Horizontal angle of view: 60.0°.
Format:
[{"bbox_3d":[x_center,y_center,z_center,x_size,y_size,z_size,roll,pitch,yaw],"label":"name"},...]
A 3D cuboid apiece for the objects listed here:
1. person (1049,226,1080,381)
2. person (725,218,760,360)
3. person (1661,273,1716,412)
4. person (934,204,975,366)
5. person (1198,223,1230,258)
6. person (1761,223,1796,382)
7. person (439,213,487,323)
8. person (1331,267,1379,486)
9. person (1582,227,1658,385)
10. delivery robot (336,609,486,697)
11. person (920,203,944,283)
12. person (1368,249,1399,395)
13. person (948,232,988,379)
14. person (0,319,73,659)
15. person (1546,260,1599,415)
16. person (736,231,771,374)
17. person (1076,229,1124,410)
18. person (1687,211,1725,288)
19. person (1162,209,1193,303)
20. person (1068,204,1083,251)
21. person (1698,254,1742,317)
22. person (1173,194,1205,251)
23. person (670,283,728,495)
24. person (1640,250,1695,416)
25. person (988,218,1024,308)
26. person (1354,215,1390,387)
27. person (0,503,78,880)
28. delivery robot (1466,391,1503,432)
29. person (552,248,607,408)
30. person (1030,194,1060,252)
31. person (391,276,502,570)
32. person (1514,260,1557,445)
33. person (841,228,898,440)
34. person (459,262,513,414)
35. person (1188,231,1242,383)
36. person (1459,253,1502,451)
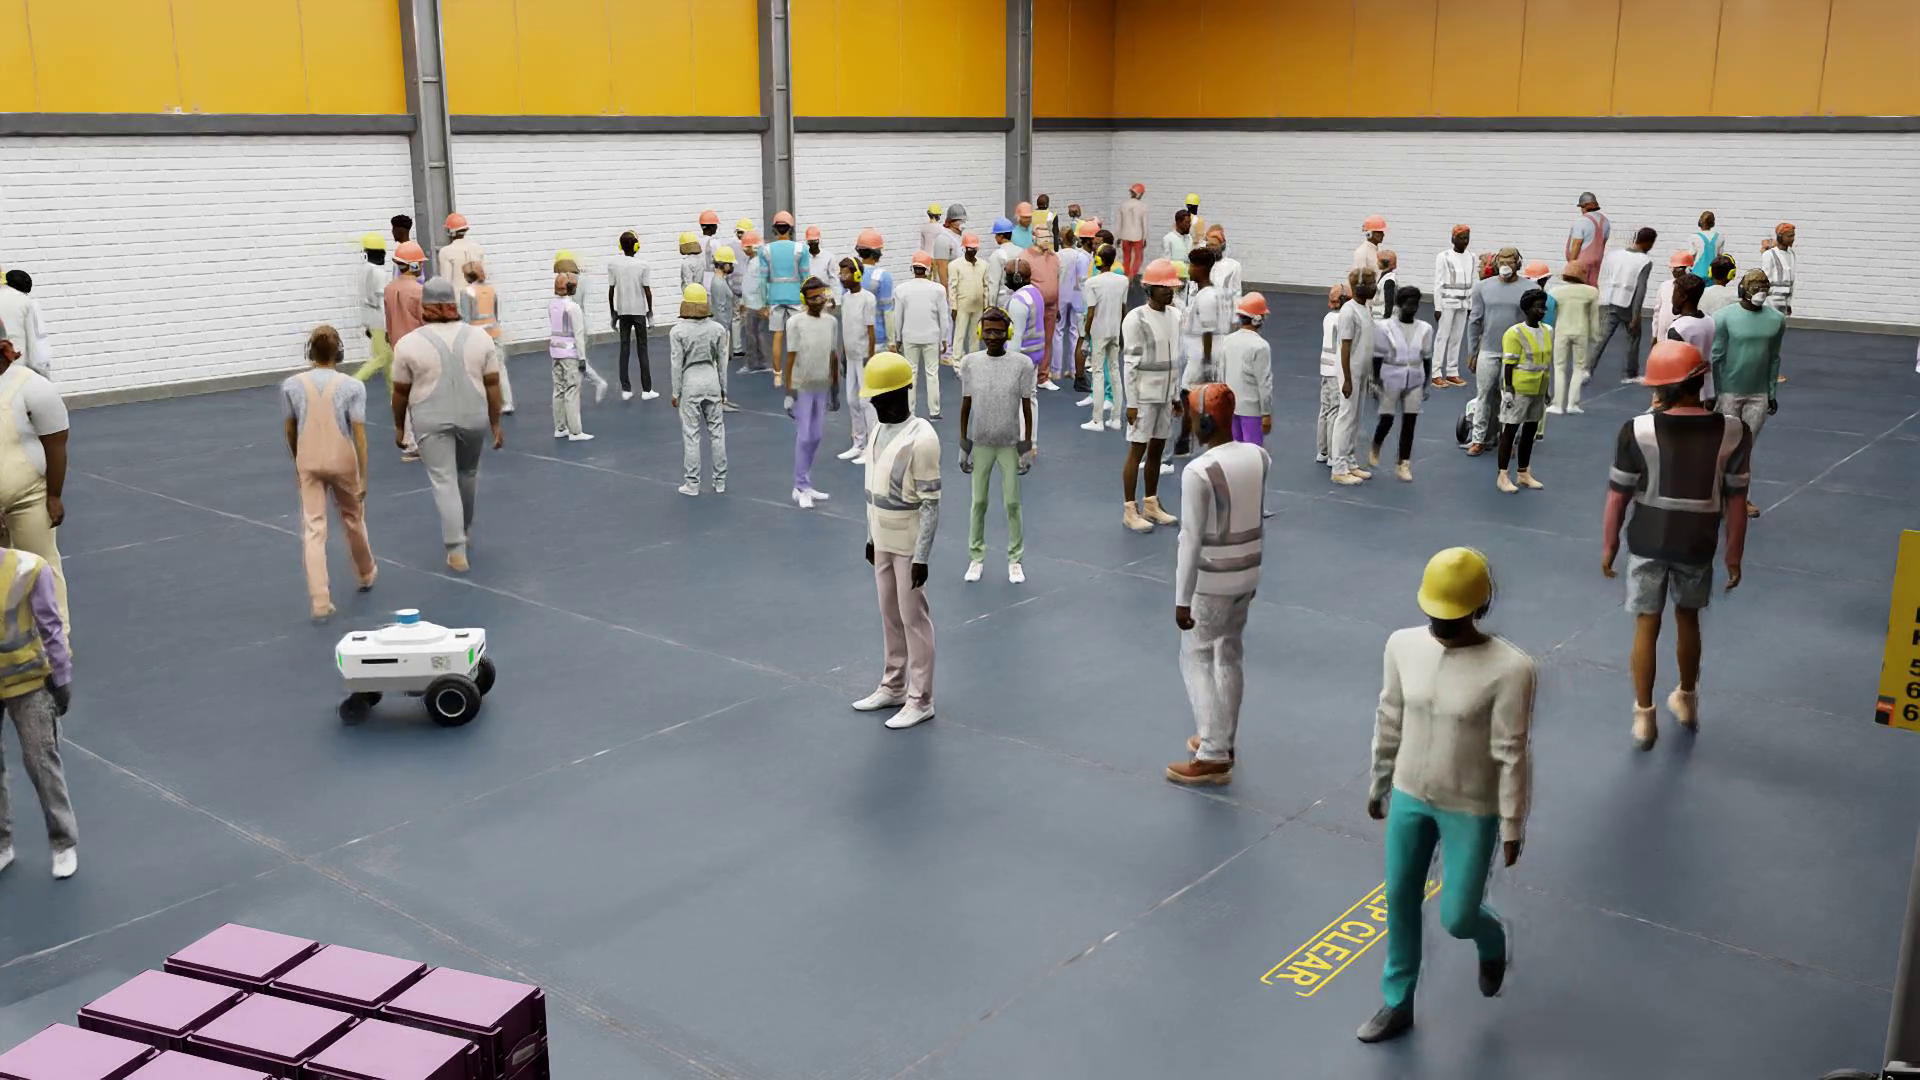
[{"bbox_3d":[1.266,-2.824,19.886,0.516,1.835,0.358,-7,16,-27],"label":"person"},{"bbox_3d":[-2.785,-3.253,21.615,0.593,1.825,0.403,7,16,27],"label":"person"},{"bbox_3d":[5.497,-1.054,12.633,0.590,1.920,0.398,-13,19,-43],"label":"person"},{"bbox_3d":[-0.016,-3.250,21.161,0.537,2.000,0.689,7,16,25],"label":"person"},{"bbox_3d":[3.639,-3.772,24.103,0.499,1.614,0.659,7,16,25],"label":"person"},{"bbox_3d":[9.652,-2.797,19.666,0.585,1.882,0.343,-10,17,-34],"label":"person"},{"bbox_3d":[-5.858,-2.847,19.637,0.369,1.997,0.610,12,18,39],"label":"person"},{"bbox_3d":[3.363,-1.393,14.136,0.332,1.844,0.517,8,16,29],"label":"person"},{"bbox_3d":[7.741,-2.721,19.427,0.960,1.855,0.602,-7,16,-25],"label":"person"},{"bbox_3d":[-2.834,0.600,8.601,0.707,0.478,0.477,-1,14,-5],"label":"delivery robot"},{"bbox_3d":[-0.414,-4.536,26.857,0.529,1.768,0.312,13,19,41],"label":"person"},{"bbox_3d":[4.800,-2.462,18.833,0.308,1.637,0.514,1,14,4],"label":"person"},{"bbox_3d":[0.117,-2.820,20.025,0.560,1.752,0.324,-9,17,-33],"label":"person"},{"bbox_3d":[-5.325,-0.266,9.238,0.681,2.000,0.536,1,14,5],"label":"person"},{"bbox_3d":[6.450,-2.135,17.568,0.560,1.616,0.346,5,15,18],"label":"person"},{"bbox_3d":[-2.562,-2.911,20.419,0.480,1.737,0.593,-7,16,-25],"label":"person"},{"bbox_3d":[1.536,-2.356,17.848,0.393,1.915,0.591,-8,16,-28],"label":"person"},{"bbox_3d":[10.267,-3.618,23.026,0.506,1.846,0.349,0,14,-1],"label":"person"},{"bbox_3d":[2.896,-3.460,22.279,0.391,1.909,0.597,13,19,41],"label":"person"},{"bbox_3d":[2.048,-5.120,29.468,0.312,1.634,0.514,3,14,12],"label":"person"},{"bbox_3d":[6.869,-1.668,15.188,0.535,1.869,0.312,11,18,38],"label":"person"},{"bbox_3d":[3.692,-4.585,26.724,0.371,1.925,0.595,-14,19,-43],"label":"person"},{"bbox_3d":[-2.161,-1.243,13.743,0.493,1.743,0.295,-8,16,-29],"label":"person"},{"bbox_3d":[7.383,-2.110,17.186,0.327,1.752,0.562,-9,16,-31],"label":"person"},{"bbox_3d":[0.538,-2.818,19.651,0.413,1.939,0.605,12,18,39],"label":"person"},{"bbox_3d":[4.754,-2.751,19.324,0.389,1.961,0.625,9,17,32],"label":"person"},{"bbox_3d":[-3.835,0.594,6.633,0.541,1.630,0.316,-3,14,-10],"label":"person"},{"bbox_3d":[5.157,-1.278,16.103,0.477,0.478,0.707,9,16,31],"label":"delivery robot"},{"bbox_3d":[-4.121,-2.258,17.841,0.524,1.714,0.537,5,15,20],"label":"person"},{"bbox_3d":[1.417,-4.990,28.520,0.628,1.843,0.429,5,15,18],"label":"person"},{"bbox_3d":[-3.616,-0.868,11.641,0.706,2.000,1.000,-8,16,-30],"label":"person"},{"bbox_3d":[5.453,-1.786,15.893,0.342,1.748,0.573,11,18,38],"label":"person"},{"bbox_3d":[-0.843,-1.961,16.008,0.622,2.037,0.406,10,17,35],"label":"person"},{"bbox_3d":[-5.005,-2.109,17.469,0.678,1.603,0.569,11,18,36],"label":"person"},{"bbox_3d":[2.775,-2.434,18.216,0.584,1.882,0.339,6,15,23],"label":"person"},{"bbox_3d":[4.959,-1.754,15.575,0.390,1.848,0.563,9,17,32],"label":"person"}]
